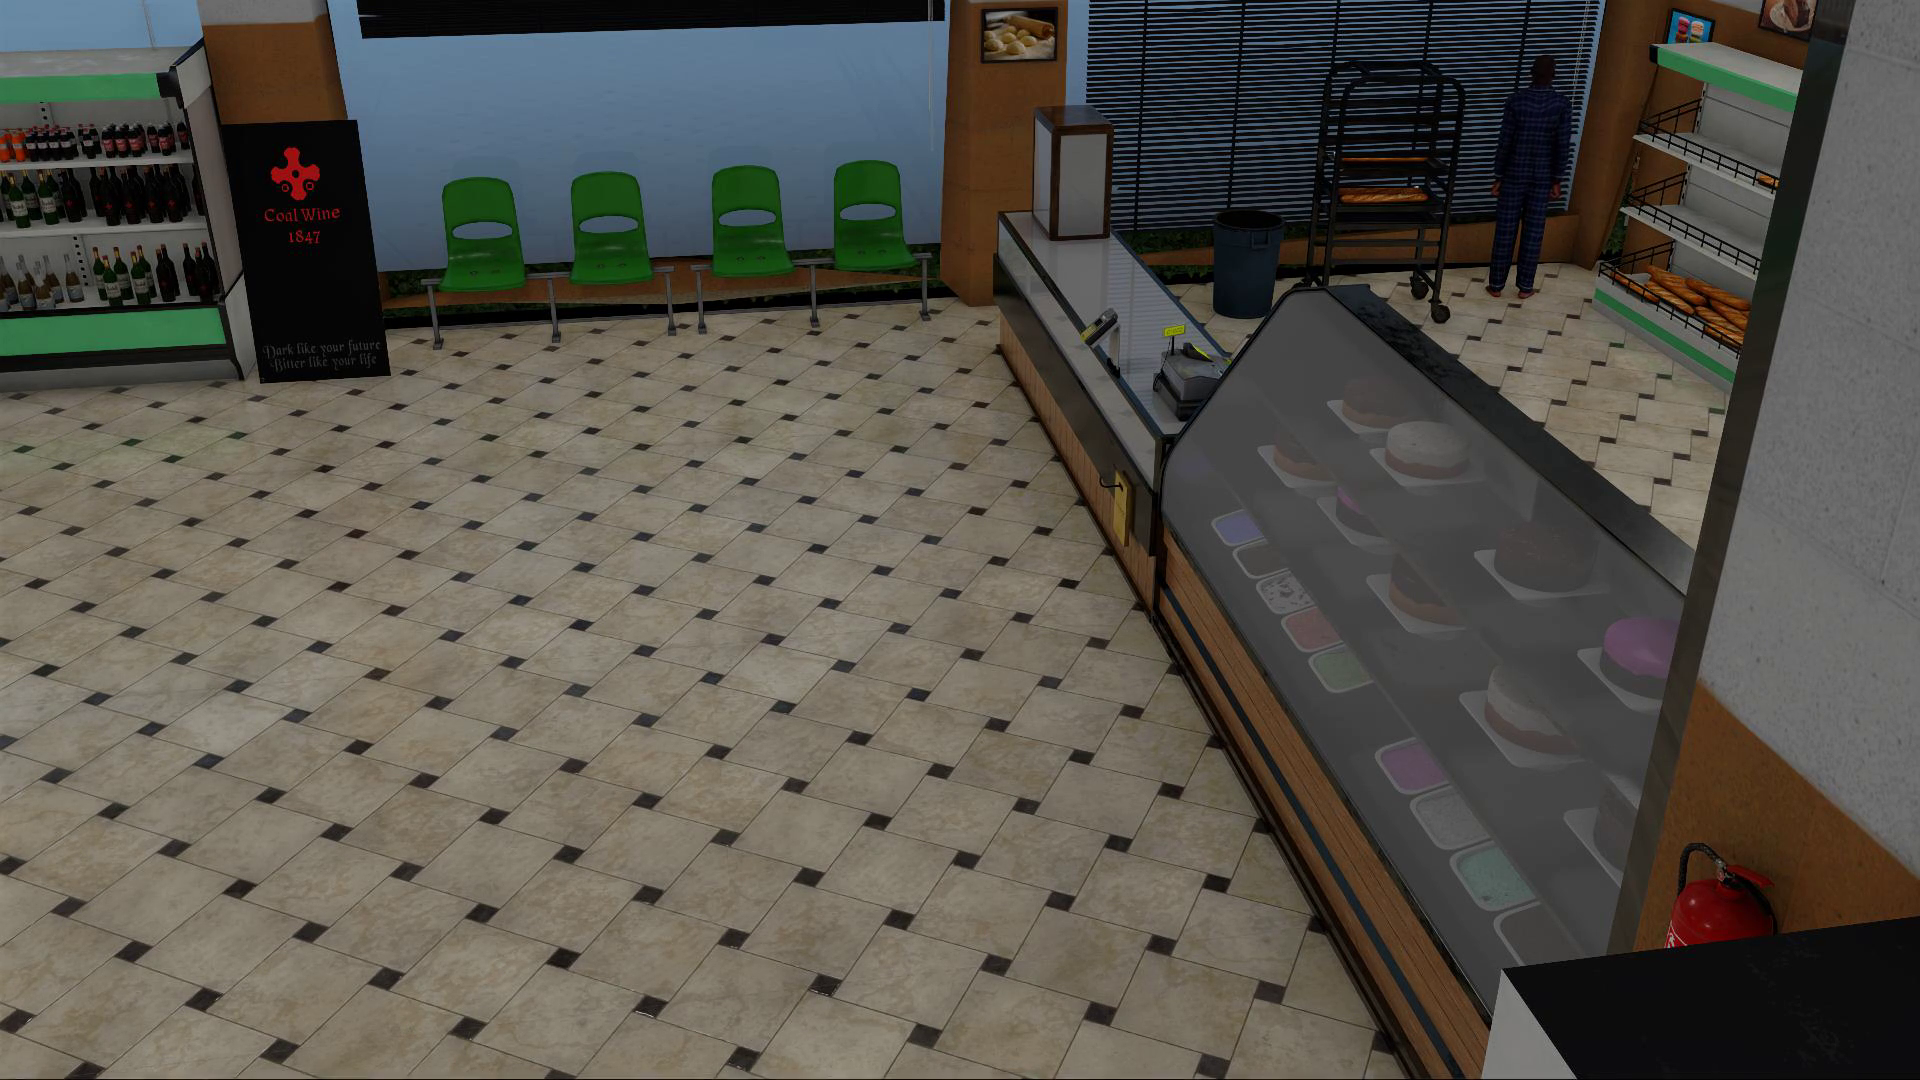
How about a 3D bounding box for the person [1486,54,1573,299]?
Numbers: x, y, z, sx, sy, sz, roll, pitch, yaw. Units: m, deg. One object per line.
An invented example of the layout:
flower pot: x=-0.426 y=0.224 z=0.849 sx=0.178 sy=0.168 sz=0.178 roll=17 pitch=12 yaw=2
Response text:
person: x=4.260 y=-2.730 z=12.511 sx=0.710 sy=1.824 sz=0.836 roll=7 pitch=28 yaw=14
